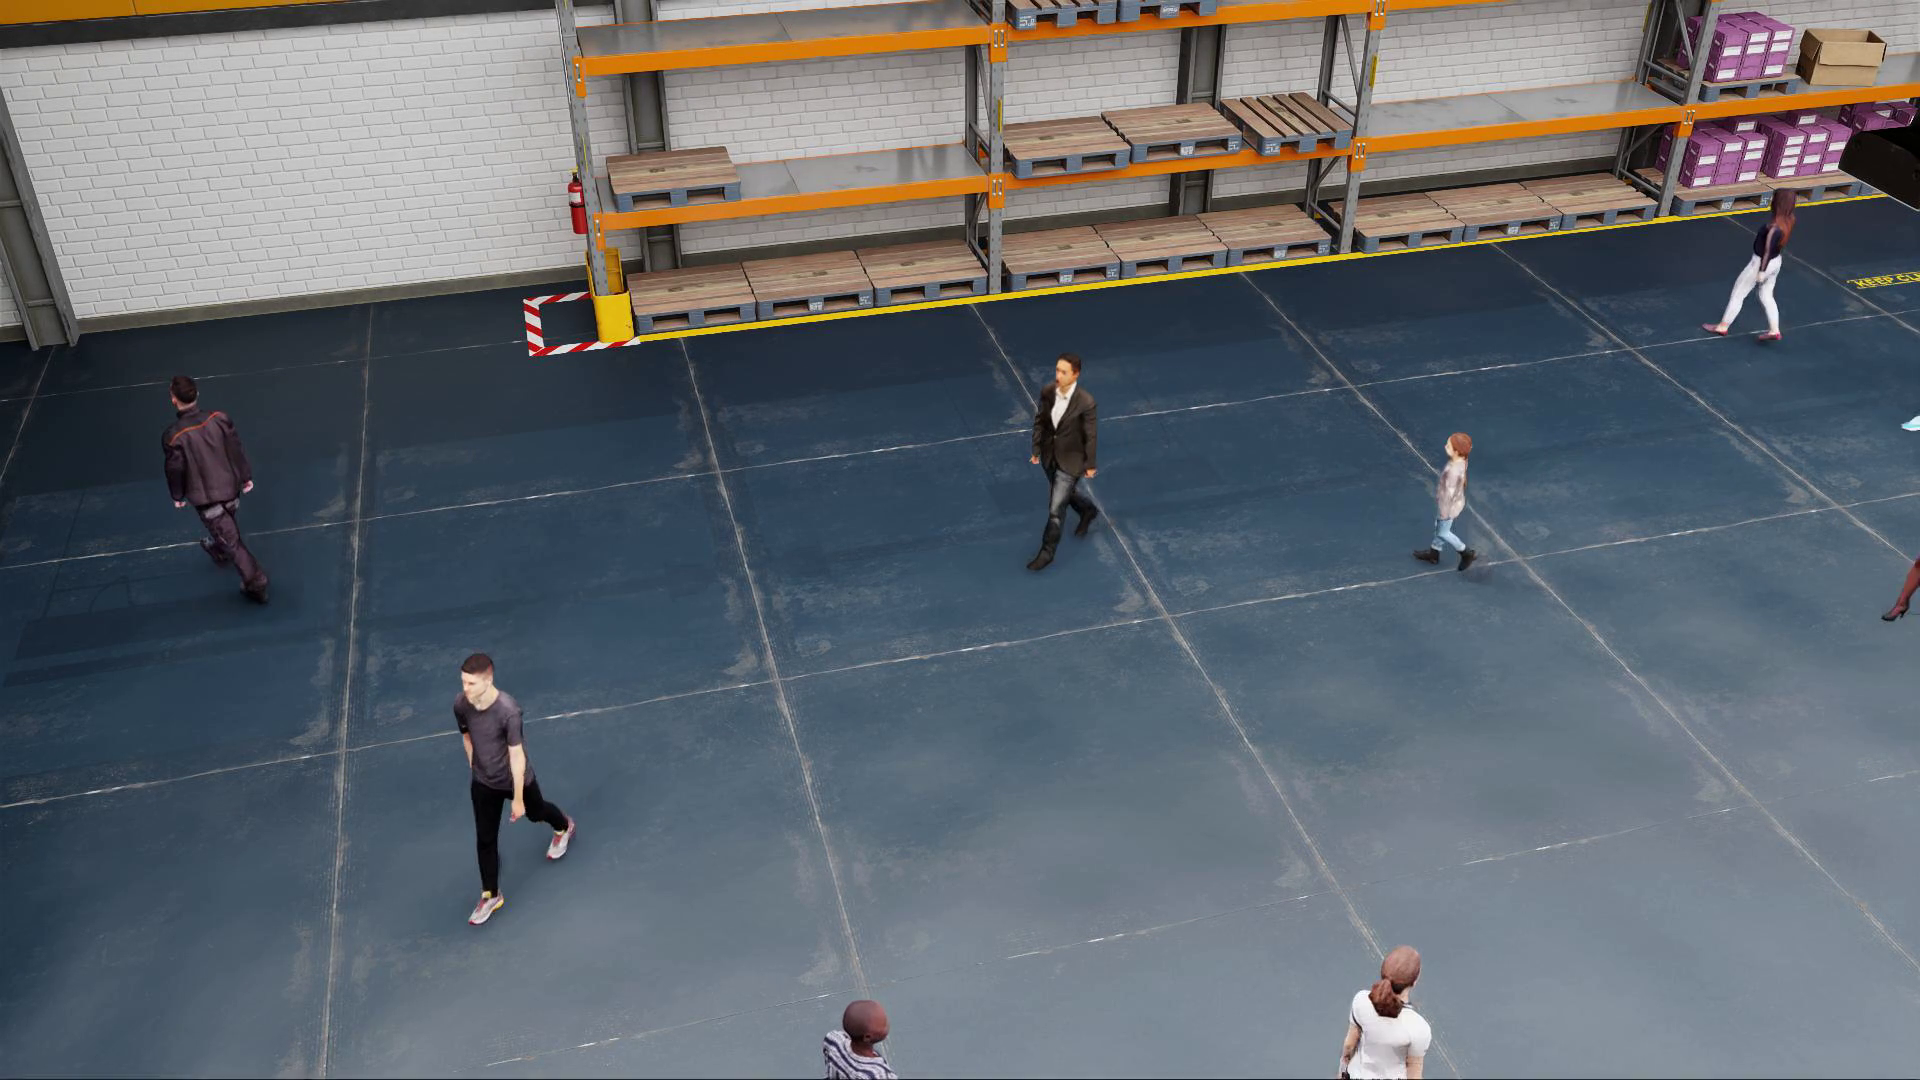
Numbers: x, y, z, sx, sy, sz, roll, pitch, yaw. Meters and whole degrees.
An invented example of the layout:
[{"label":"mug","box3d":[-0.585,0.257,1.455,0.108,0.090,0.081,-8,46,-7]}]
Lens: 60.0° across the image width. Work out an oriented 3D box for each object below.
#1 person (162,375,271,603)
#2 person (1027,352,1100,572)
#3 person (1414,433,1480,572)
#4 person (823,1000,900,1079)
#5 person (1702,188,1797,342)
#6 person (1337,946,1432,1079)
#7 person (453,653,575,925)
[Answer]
[{"label":"person","box3d":[-5.509,-0.336,12.396,1.229,1.810,1.227,23,40,30]},{"label":"person","box3d":[0.864,-0.674,12.934,1.084,1.777,1.253,27,42,34]},{"label":"person","box3d":[3.839,-0.281,12.879,0.798,1.184,0.729,17,37,23]},{"label":"person","box3d":[-0.432,2.788,7.711,0.709,1.794,0.715,28,43,36]},{"label":"person","box3d":[7.801,-2.621,16.038,0.987,1.583,0.930,-27,42,-34]},{"label":"person","box3d":[1.960,2.671,7.940,0.823,1.735,0.930,25,41,33]},{"label":"person","box3d":[-2.655,1.374,9.897,1.180,1.728,1.104,10,35,15]}]
